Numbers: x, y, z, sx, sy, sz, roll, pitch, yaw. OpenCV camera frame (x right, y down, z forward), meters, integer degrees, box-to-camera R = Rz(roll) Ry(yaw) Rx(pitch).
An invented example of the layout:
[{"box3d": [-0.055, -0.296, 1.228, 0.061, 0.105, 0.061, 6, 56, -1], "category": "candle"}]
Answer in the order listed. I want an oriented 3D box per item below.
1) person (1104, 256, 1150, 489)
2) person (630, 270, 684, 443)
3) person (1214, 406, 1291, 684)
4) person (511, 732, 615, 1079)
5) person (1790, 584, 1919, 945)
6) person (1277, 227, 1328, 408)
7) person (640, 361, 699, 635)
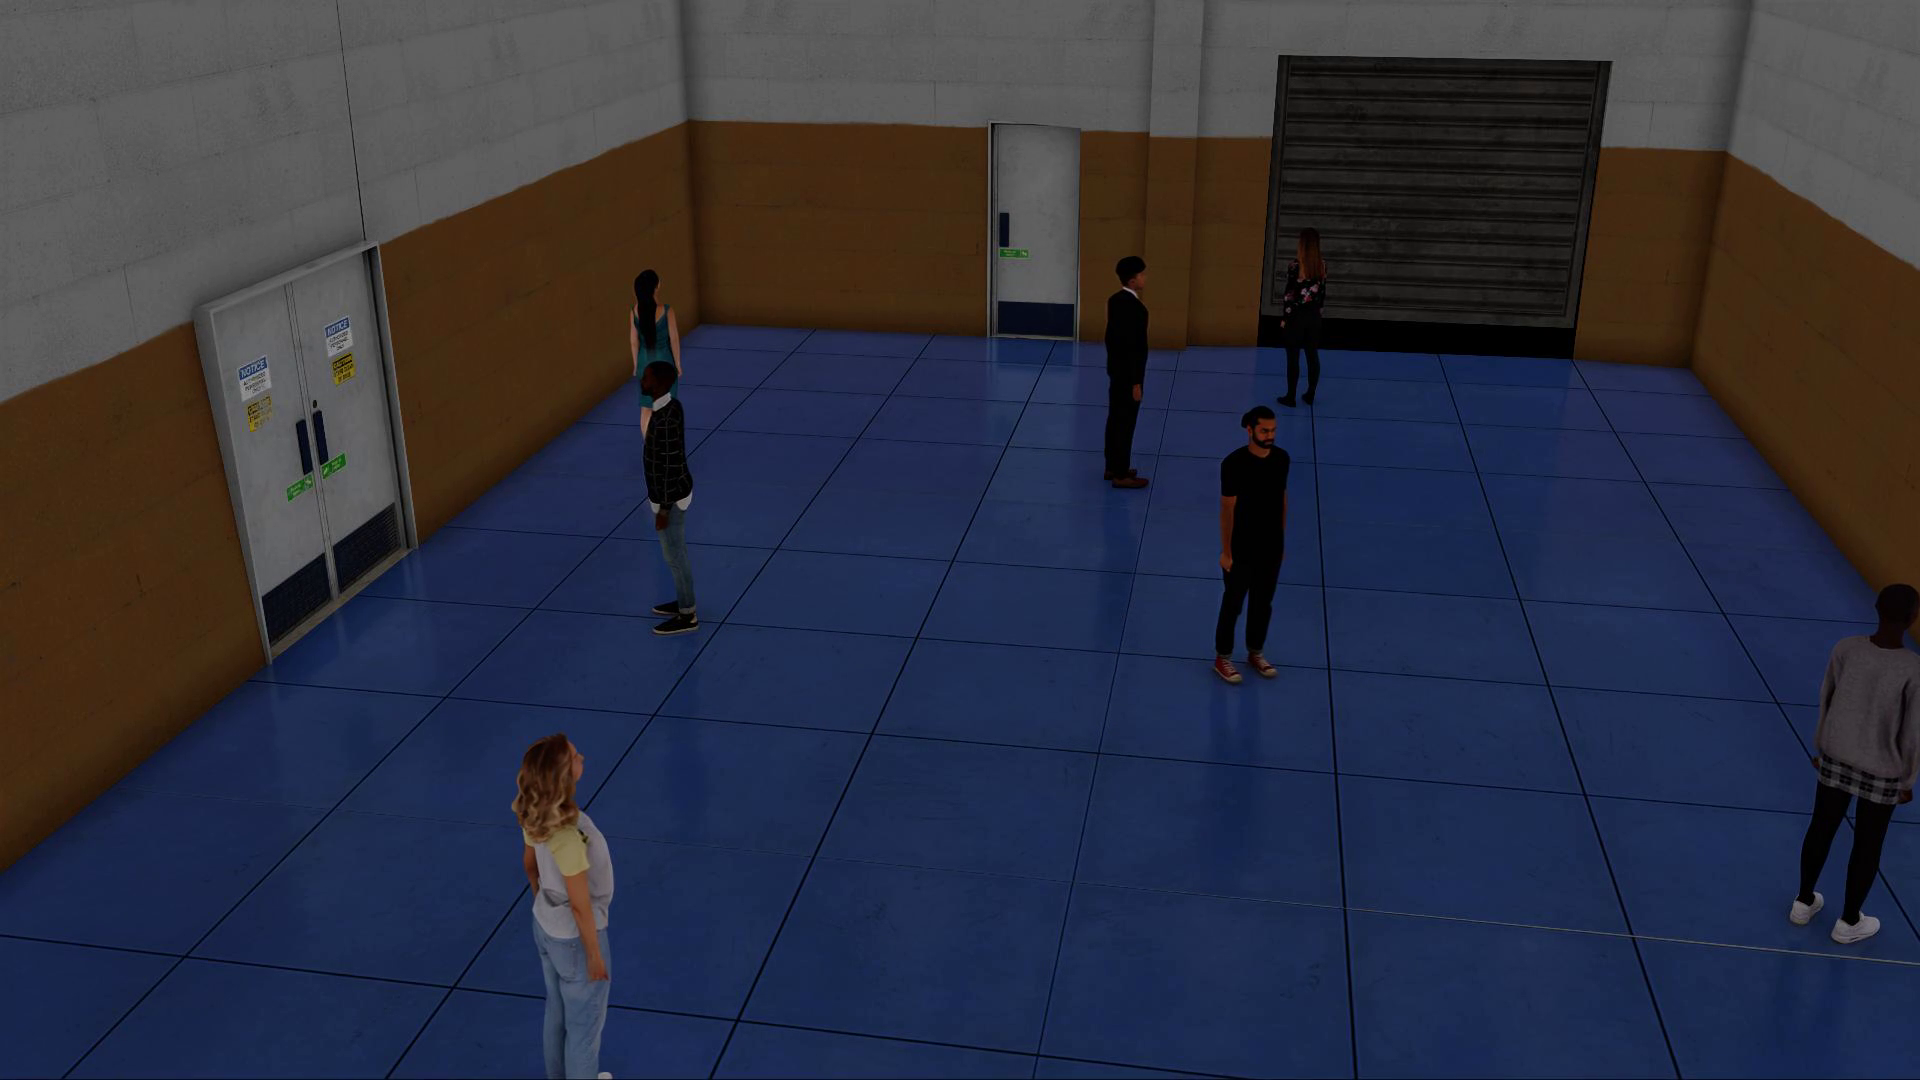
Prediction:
[{"box3d": [1.321, -1.360, 13.411, 0.705, 1.883, 0.765, -5, 22, -12], "category": "person"}, {"box3d": [-2.528, -1.410, 13.824, 0.449, 1.668, 0.644, 1, 22, 3], "category": "person"}, {"box3d": [1.783, 0.016, 10.157, 0.682, 1.756, 0.768, -11, 24, -25], "category": "person"}, {"box3d": [-1.513, 1.526, 6.423, 0.766, 1.723, 0.697, -16, 27, -34], "category": "person"}, {"box3d": [4.145, 1.016, 7.649, 0.751, 1.772, 0.680, -16, 27, -35], "category": "person"}, {"box3d": [3.195, -2.070, 15.452, 0.600, 1.680, 0.710, -7, 23, -18], "category": "person"}, {"box3d": [-1.879, -0.290, 10.833, 0.668, 1.821, 0.723, -3, 22, -7], "category": "person"}]
